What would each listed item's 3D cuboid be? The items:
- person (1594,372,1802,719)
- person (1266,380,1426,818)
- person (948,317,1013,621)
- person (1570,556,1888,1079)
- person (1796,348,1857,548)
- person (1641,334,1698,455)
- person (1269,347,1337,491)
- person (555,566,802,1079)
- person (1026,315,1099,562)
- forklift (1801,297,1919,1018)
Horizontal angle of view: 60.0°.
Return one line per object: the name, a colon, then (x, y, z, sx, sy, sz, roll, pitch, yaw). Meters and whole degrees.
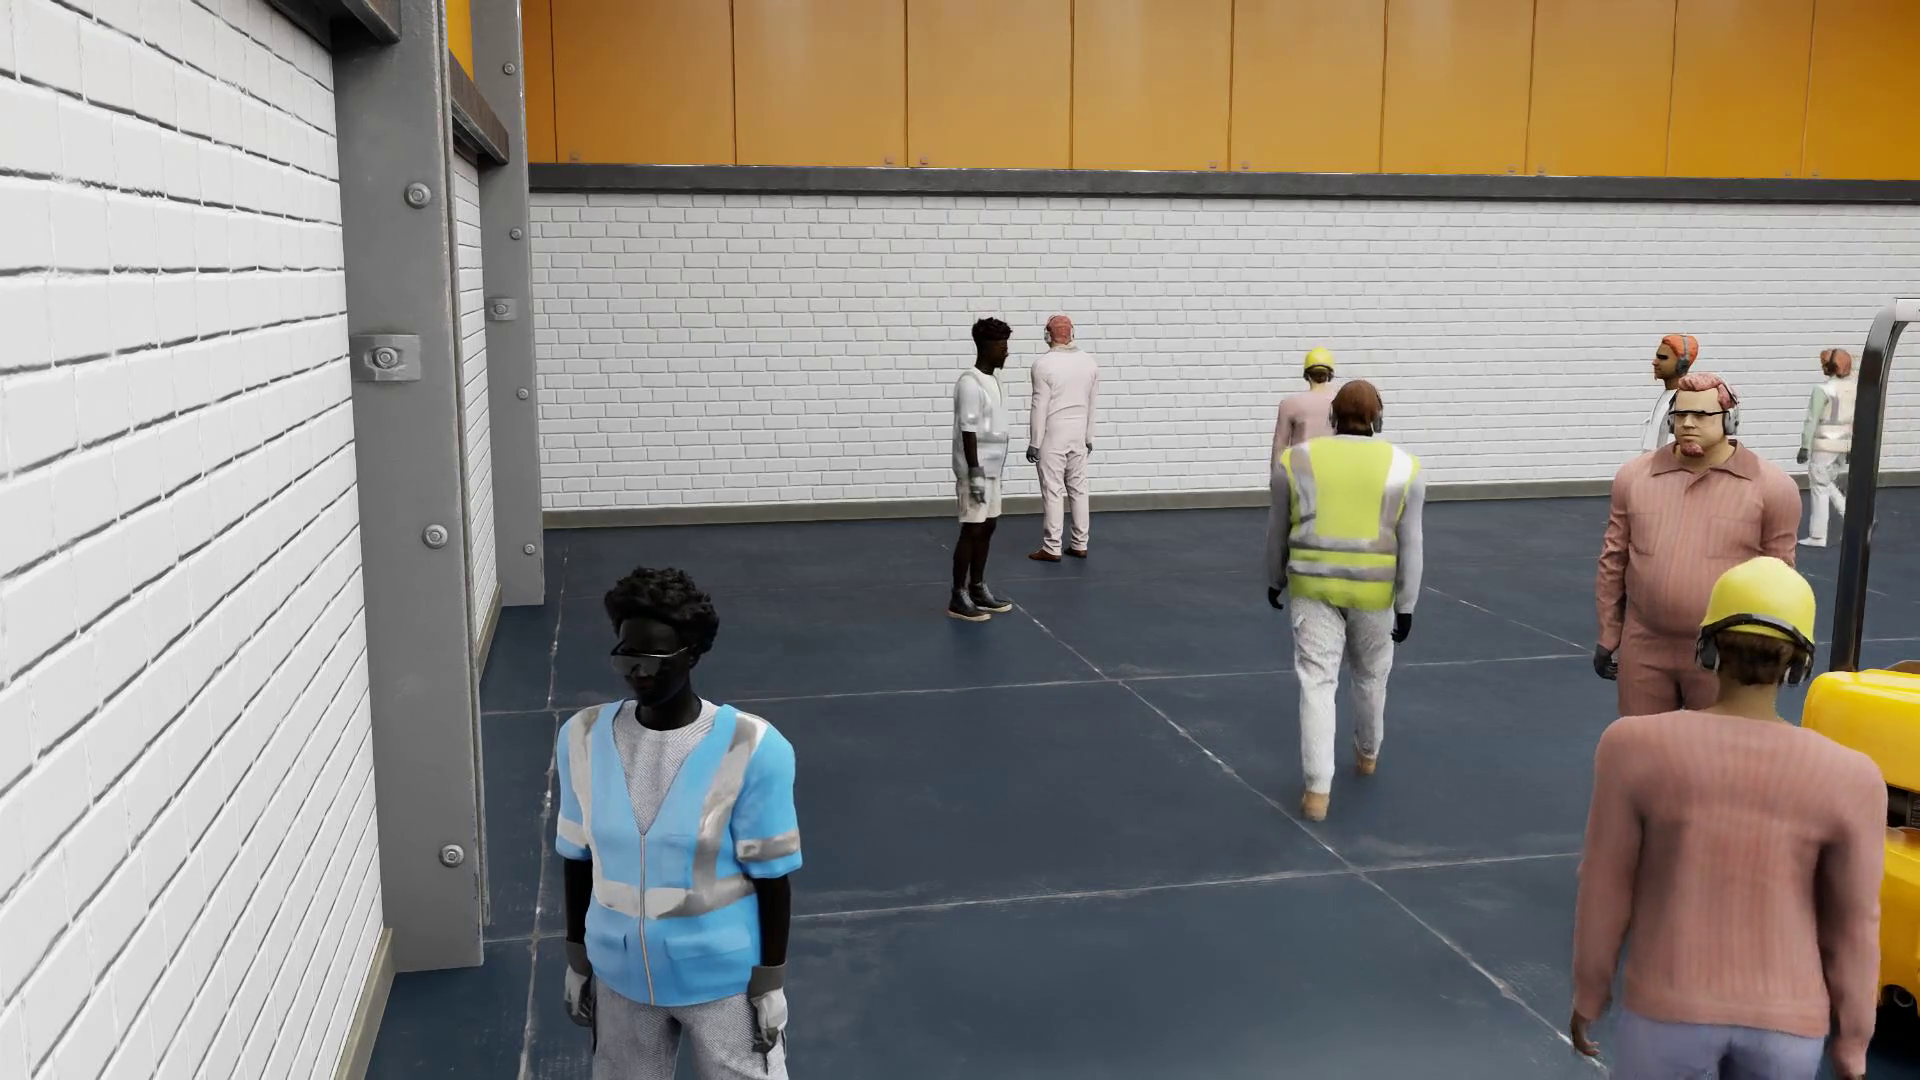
person: (2.557, 0.365, 5.861, 0.652, 1.906, 0.409, 7, 12, 37)
person: (1.634, 0.214, 7.125, 0.646, 1.791, 0.961, 2, 10, 12)
person: (0.150, -0.462, 10.771, 0.381, 1.956, 0.605, 4, 10, 22)
person: (1.441, 0.907, 3.142, 0.532, 1.719, 0.676, 3, 10, 18)
person: (7.004, -0.733, 13.413, 0.516, 1.623, 0.381, -5, 11, -29)
person: (4.131, -0.257, 9.721, 0.352, 1.884, 0.579, 1, 9, 7)
person: (2.425, -0.459, 11.434, 0.538, 1.725, 0.892, 0, 9, 0)
person: (-0.576, 0.879, 3.394, 0.536, 1.690, 0.321, 3, 10, 15)
person: (0.763, -0.784, 12.872, 0.652, 1.904, 0.403, -7, 12, -37)
forklift: (3.542, 0.334, 5.177, 2.313, 2.155, 1.214, -9, 13, -43)
